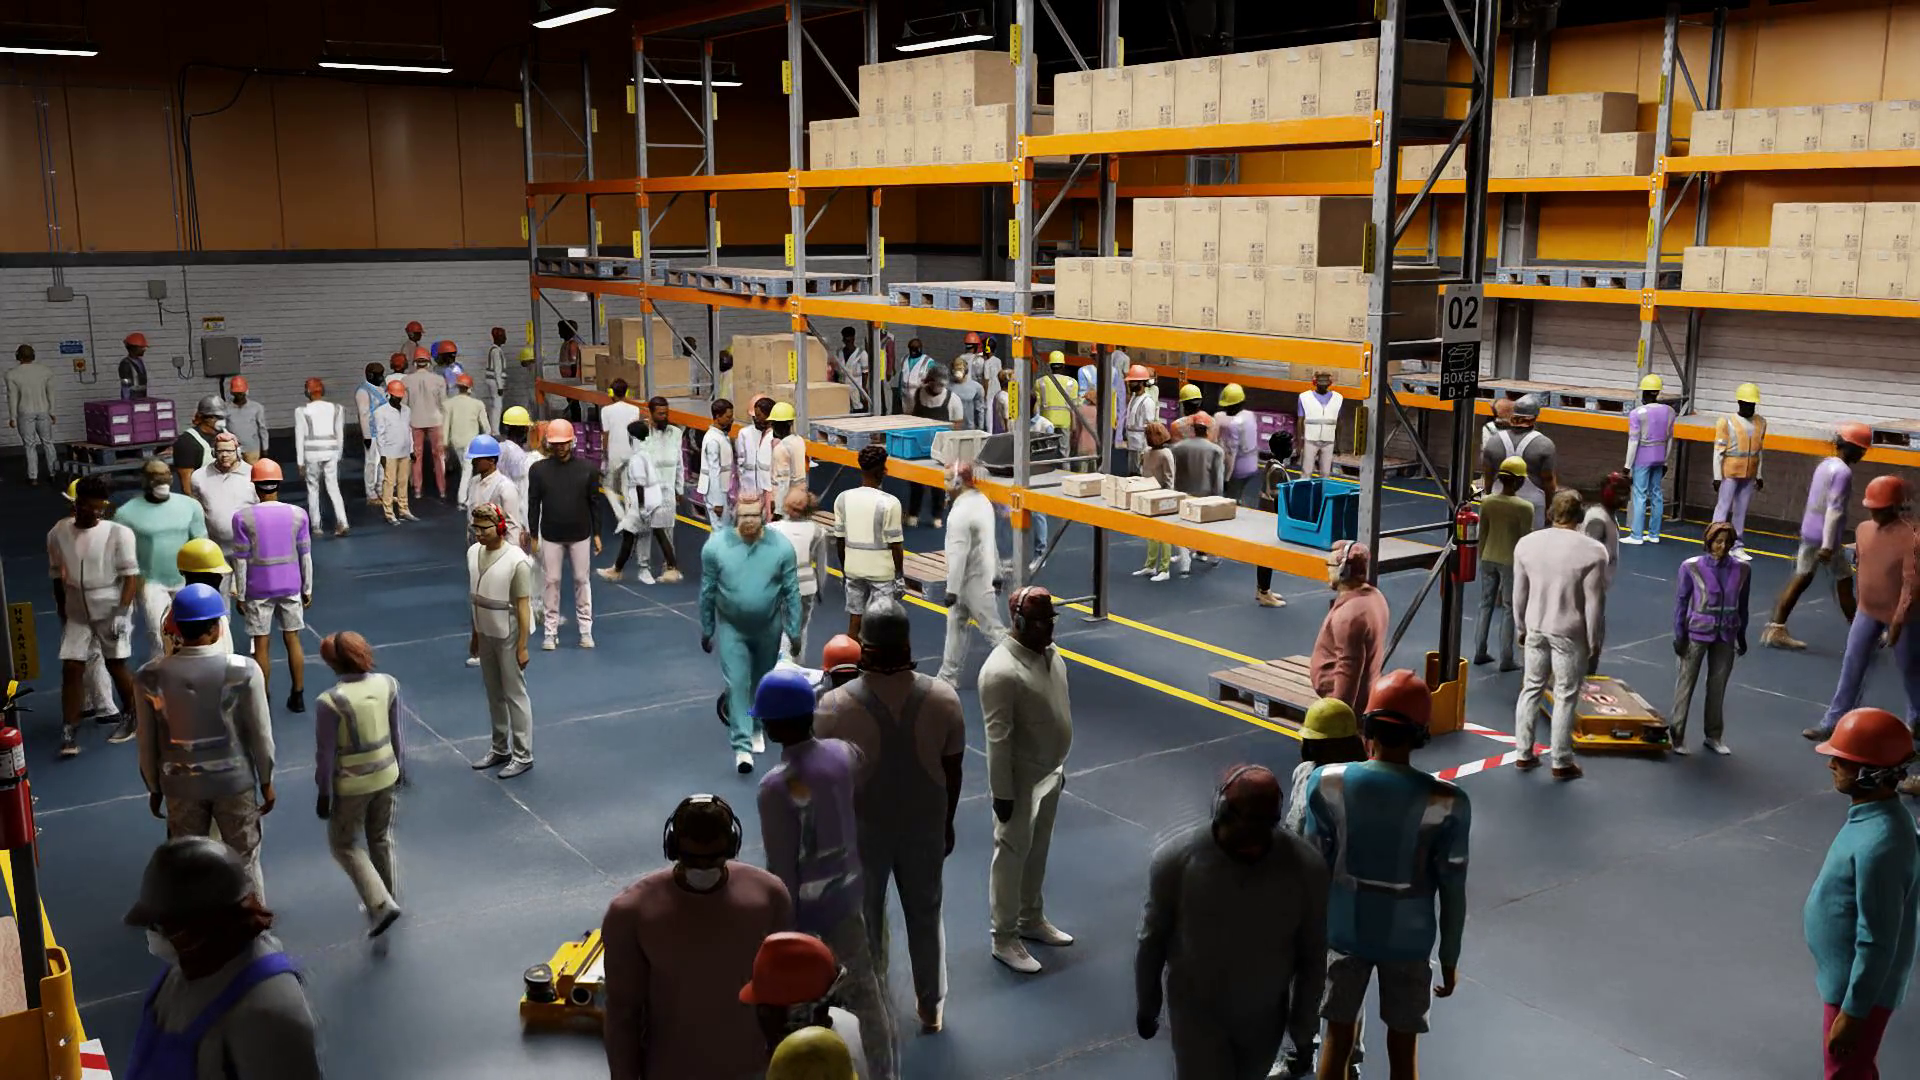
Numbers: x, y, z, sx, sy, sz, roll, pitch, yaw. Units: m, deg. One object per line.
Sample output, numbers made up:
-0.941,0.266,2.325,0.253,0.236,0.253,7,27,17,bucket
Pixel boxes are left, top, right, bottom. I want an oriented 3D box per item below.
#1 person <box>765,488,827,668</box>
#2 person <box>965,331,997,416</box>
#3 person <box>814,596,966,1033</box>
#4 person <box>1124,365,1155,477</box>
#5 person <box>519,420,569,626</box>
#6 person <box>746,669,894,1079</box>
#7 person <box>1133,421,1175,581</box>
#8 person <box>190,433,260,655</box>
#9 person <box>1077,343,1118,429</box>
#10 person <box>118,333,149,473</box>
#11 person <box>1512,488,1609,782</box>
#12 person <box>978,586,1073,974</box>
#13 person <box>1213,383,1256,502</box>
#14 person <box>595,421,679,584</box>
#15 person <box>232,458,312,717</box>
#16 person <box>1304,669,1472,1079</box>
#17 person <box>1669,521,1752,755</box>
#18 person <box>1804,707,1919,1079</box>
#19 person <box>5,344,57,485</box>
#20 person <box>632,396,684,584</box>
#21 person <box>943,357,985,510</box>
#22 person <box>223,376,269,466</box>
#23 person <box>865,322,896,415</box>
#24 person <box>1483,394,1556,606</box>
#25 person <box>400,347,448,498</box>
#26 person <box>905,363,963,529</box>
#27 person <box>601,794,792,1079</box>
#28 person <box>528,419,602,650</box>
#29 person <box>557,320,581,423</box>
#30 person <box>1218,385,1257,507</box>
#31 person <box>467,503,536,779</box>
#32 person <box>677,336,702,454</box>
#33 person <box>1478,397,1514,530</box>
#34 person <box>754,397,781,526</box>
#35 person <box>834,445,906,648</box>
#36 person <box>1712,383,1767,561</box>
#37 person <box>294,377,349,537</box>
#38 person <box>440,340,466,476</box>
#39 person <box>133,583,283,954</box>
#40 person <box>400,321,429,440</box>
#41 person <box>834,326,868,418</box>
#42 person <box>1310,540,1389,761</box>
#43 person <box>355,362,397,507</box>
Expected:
-1.301,0.385,12.954,0.543,1.615,0.483,-3,12,-17,person
0.358,-3.213,30.824,0.621,1.838,0.429,6,13,29,person
-0.340,1.244,7.486,0.679,2.000,0.537,-3,12,-16,person
2.112,-1.117,19.835,0.359,1.938,0.545,-4,12,-18,person
-3.738,-0.154,15.105,0.602,1.858,0.587,0,11,-3,person
-0.675,1.438,6.866,1.037,1.884,0.659,8,13,34,person
1.993,-0.398,16.937,0.284,1.633,0.498,-5,12,-25,person
-6.134,0.039,14.028,0.648,1.902,0.400,-2,11,-11,person
1.874,-1.699,22.537,0.605,2.045,0.388,-5,12,-23,person
-11.854,-1.971,23.988,0.432,2.033,0.611,0,11,-2,person
3.936,0.619,10.989,0.379,1.931,0.628,-10,15,-42,person
0.356,1.162,8.251,0.409,1.906,0.651,6,13,29,person
3.175,-0.967,19.566,0.554,1.745,0.570,-5,12,-22,person
-3.238,-0.372,16.734,0.845,1.649,0.545,3,11,13,person
-5.101,0.353,12.354,0.550,1.925,0.392,-8,14,-37,person
1.596,1.486,6.295,0.605,2.032,0.417,4,12,21,person
5.157,0.673,11.440,0.523,1.638,0.310,0,11,-2,person
3.189,1.567,5.950,0.382,1.993,0.622,6,12,27,person
-12.805,-1.730,22.965,0.371,1.940,0.627,10,15,40,person
-3.055,-0.512,16.829,0.589,1.907,0.406,-10,15,-40,person
-0.007,-1.337,20.957,0.628,1.940,0.377,1,11,5,person
-8.810,-1.144,20.463,0.571,1.748,0.345,-3,11,-14,person
-1.471,-3.191,30.733,0.565,1.832,0.397,-2,11,-12,person
5.304,-0.361,15.699,0.674,2.000,0.536,9,14,39,person
-7.034,-1.541,21.886,0.617,1.986,0.406,-3,11,-14,person
-0.311,-1.124,19.607,0.703,2.000,0.593,1,11,4,person
-0.816,1.721,5.323,0.627,1.934,0.370,-5,12,-26,person
-3.370,-0.049,14.216,0.618,1.993,0.396,-2,11,-11,person
-6.620,-2.765,28.231,0.373,1.958,0.599,-6,13,-29,person
2.985,-0.766,18.159,0.489,1.883,0.644,6,13,29,person
-3.039,0.651,11.053,0.561,1.836,0.394,9,14,37,person
-4.238,-2.248,25.885,0.341,1.840,0.504,7,13,31,person
6.308,-0.851,19.314,0.519,1.608,0.762,-2,11,-12,person
-1.854,-0.479,16.656,0.386,1.905,0.602,-3,12,-16,person
-0.676,0.240,12.813,0.609,1.965,0.364,6,13,29,person
8.359,-0.720,17.828,0.594,1.924,0.382,-2,11,-12,person
-7.356,-0.952,19.248,0.567,1.853,0.881,-9,14,-37,person
-7.250,-1.885,23.772,0.372,1.933,0.551,1,11,3,person
-3.650,1.173,8.097,0.607,1.943,0.403,-2,11,-10,person
-8.912,-2.581,27.220,0.412,1.986,0.609,1,11,4,person
-1.748,-2.413,26.409,0.603,1.959,0.375,5,12,25,person
2.172,0.939,9.395,0.403,1.906,0.652,5,12,26,person
-7.466,-1.359,21.323,0.429,1.840,0.632,1,11,7,person
